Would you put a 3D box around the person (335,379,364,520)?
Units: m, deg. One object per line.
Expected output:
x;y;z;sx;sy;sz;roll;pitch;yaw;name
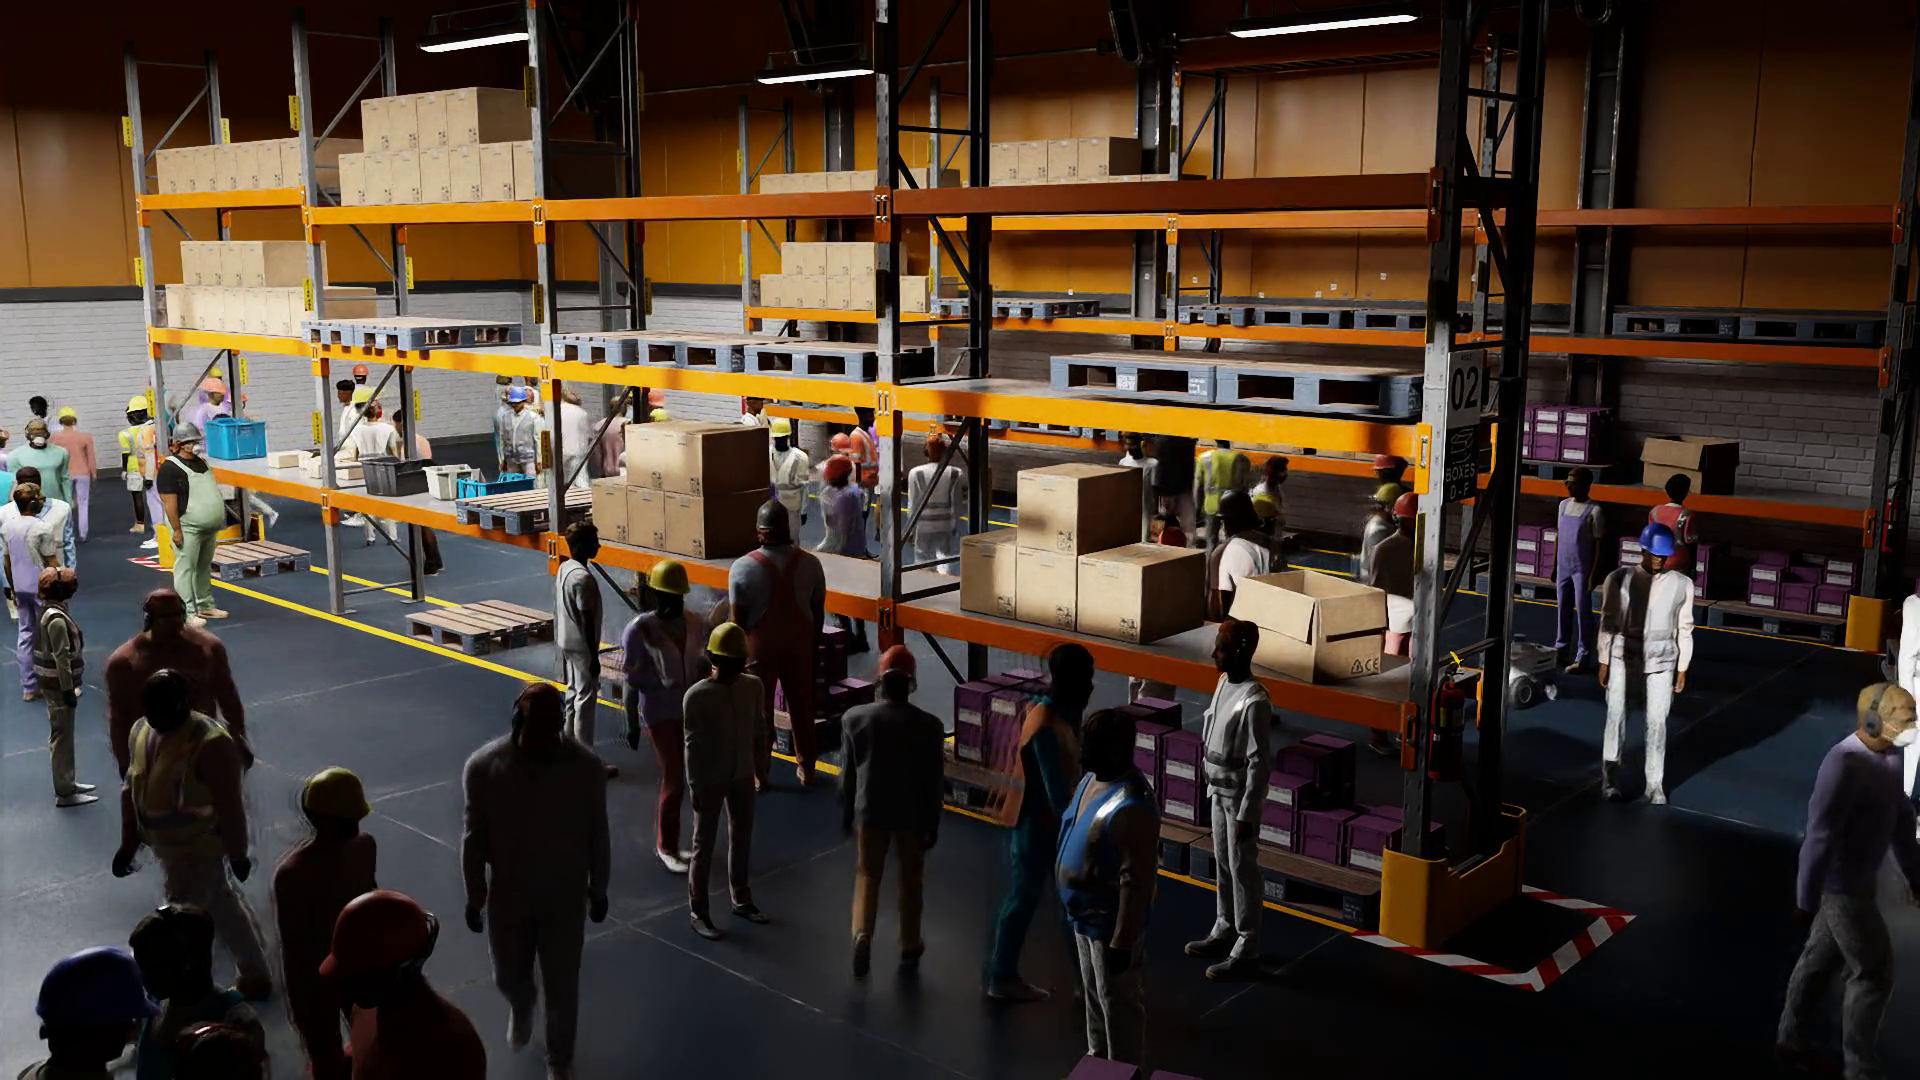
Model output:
-8.389;-1.249;23.001;0.385;1.958;0.607;-6;12;-29;person

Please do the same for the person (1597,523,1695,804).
4.642;0.832;11.286;0.608;1.939;0.421;2;10;13;person

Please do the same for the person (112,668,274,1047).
-3.782;1.490;7.998;0.626;1.775;0.988;7;12;33;person

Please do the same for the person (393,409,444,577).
-6.233;-0.542;19.051;0.447;1.942;0.644;0;10;-2;person

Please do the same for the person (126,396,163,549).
-10.187;-0.853;20.888;0.396;1.913;0.591;-5;11;-24;person

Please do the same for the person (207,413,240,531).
-9.370;-0.803;21.328;0.883;1.653;0.533;7;12;36;person

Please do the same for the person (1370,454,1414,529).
3.741;0.201;14.551;0.374;2.043;0.608;9;14;43;person

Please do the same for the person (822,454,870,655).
-1.049;0.140;15.389;0.347;1.902;0.582;1;10;8;person

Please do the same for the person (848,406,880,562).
-1.144;-0.690;19.802;0.361;1.964;0.614;1;10;8;person

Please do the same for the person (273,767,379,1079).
-2.528;1.741;6.675;0.479;1.747;0.522;6;11;28;person

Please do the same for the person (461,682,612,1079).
-1.885;1.538;7.456;0.659;1.881;0.590;-2;10;-10;person

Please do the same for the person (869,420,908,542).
-0.910;-0.915;21.213;0.391;1.923;0.550;8;13;40;person

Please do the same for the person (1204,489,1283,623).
1.994;0.620;12.186;0.679;2.000;0.537;-9;13;-41;person

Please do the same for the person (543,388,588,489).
-5.354;-1.168;22.756;0.913;1.899;0.660;9;13;41;person

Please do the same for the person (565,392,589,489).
-5.673;-1.364;24.540;0.514;1.640;0.310;7;12;35;person

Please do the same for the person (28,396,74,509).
-12.935;-1.210;23.586;0.558;1.659;0.630;8;13;37;person

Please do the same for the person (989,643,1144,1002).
0.529;1.418;8.156;0.887;1.870;0.587;4;11;20;person

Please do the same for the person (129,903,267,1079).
-2.318;1.975;5.095;0.506;1.839;0.343;6;12;30;person

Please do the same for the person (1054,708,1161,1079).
0.620;1.614;7.125;0.429;1.846;0.626;-2;10;-13;person

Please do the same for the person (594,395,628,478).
-4.234;-0.837;20.713;0.635;1.936;0.355;4;11;20;person

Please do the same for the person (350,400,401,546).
-7.365;-0.836;20.966;0.563;1.847;0.390;-1;10;-6;person

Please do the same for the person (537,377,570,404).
-7.361;-2.446;29.997;0.617;1.884;0.812;-7;12;-35;person

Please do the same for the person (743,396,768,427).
-2.986;-1.373;24.304;0.355;1.741;0.569;1;10;5;person

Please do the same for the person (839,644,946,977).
-0.361;1.416;8.584;0.579;1.725;0.636;1;10;8;person

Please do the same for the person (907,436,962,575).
-0.282;-0.141;17.006;0.579;1.845;0.909;-2;10;-10;person

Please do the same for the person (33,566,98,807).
-6.090;0.987;11.276;0.313;1.634;0.514;-6;12;-32;person

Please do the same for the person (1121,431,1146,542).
1.937;-0.446;18.698;0.311;1.869;0.534;2;10;9;person

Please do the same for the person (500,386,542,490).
-5.817;-1.073;22.057;0.610;1.939;0.416;3;10;15;person

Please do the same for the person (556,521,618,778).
-2.682;0.778;11.846;0.330;1.844;0.520;-6;12;-30;person

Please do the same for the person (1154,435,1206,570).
2.532;-0.550;19.032;0.620;1.949;0.897;-5;11;-27;person

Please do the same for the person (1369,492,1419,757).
3.300;0.619;12.358;0.616;1.986;0.407;-6;12;-31;person

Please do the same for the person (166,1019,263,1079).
-1.793;2.132;4.269;0.752;1.815;0.568;8;13;38;person

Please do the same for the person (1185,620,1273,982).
1.413;1.332;8.610;0.355;1.883;0.576;-2;10;-11;person

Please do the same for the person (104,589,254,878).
-4.374;1.203;9.391;0.663;1.867;0.960;-10;14;-44;person
